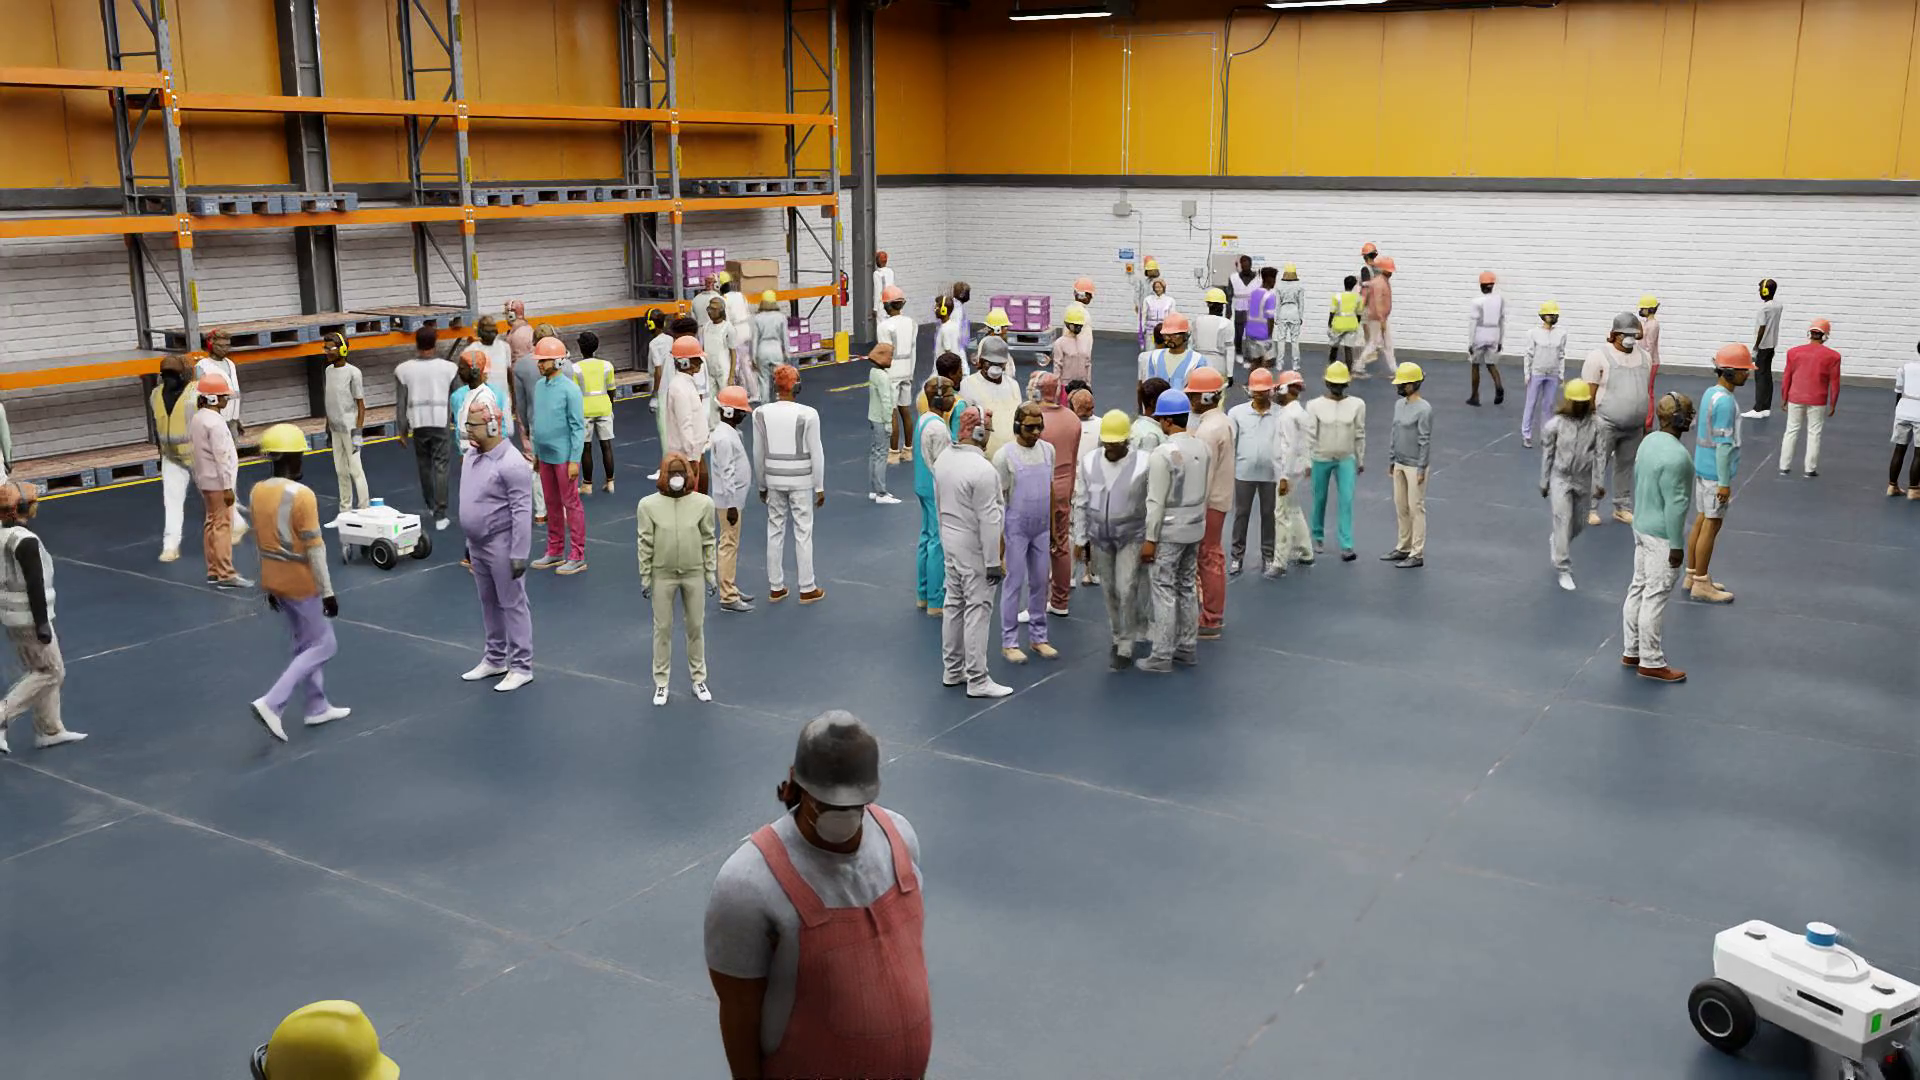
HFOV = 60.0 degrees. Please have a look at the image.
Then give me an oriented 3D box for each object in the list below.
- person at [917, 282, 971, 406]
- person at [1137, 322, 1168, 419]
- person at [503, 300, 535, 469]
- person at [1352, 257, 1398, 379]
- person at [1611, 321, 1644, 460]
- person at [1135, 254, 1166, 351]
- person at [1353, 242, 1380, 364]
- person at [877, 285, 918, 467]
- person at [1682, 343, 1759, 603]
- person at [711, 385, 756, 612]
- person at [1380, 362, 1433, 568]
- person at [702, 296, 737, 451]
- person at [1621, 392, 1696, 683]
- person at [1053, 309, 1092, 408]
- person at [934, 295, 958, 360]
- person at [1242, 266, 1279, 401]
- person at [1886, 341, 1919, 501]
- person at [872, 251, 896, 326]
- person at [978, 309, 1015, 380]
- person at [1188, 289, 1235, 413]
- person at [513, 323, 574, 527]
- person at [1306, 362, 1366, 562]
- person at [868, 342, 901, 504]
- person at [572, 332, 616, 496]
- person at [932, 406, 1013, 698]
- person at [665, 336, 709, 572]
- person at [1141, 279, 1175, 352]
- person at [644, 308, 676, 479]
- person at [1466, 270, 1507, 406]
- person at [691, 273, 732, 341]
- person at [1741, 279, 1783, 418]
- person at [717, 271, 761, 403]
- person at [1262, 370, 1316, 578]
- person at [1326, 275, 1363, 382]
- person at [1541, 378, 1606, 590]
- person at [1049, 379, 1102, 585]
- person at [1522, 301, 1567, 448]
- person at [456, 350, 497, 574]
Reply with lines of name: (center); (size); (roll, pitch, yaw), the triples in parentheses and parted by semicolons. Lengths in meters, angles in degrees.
person: (-0.122, -2.631, 22.795); (0.980, 1.790, 0.664); (-3, 13, -13)
person: (1.988, -1.252, 16.652); (0.522, 1.858, 0.338); (12, 17, 42)
person: (-4.936, -1.730, 18.615); (0.410, 1.903, 0.643); (-2, 13, -10)
person: (6.611, -3.478, 26.143); (0.836, 1.935, 0.694); (7, 15, 28)
person: (7.750, -1.753, 19.297); (0.282, 1.636, 0.500); (-1, 13, -3)
person: (3.434, -4.275, 30.009); (0.563, 1.739, 0.370); (0, 13, 1)
person: (6.914, -4.008, 28.194); (0.395, 2.040, 0.609); (11, 17, 40)
person: (-0.747, -1.855, 18.848); (0.370, 2.041, 0.615); (10, 16, 36)
person: (6.000, -0.534, 13.118); (0.381, 2.041, 0.616); (3, 13, 13)
person: (-1.750, -0.324, 12.855); (0.332, 1.746, 0.559); (-2, 13, -7)
person: (3.822, -0.643, 14.228); (0.343, 1.755, 0.531); (-4, 14, -16)
person: (-2.871, -1.961, 19.742); (0.507, 1.847, 0.344); (8, 15, 30)
person: (4.698, -0.026, 11.141); (0.370, 1.940, 0.627); (1, 13, 3)
person: (1.304, -1.794, 19.213); (0.518, 1.756, 0.345); (-9, 16, -34)
person: (-0.182, -1.943, 19.606); (0.328, 1.872, 0.508); (1, 13, 6)
person: (4.285, -2.936, 23.747); (0.479, 1.940, 0.624); (-6, 14, -24)
person: (9.758, -1.239, 16.953); (0.319, 1.691, 0.540); (-6, 14, -25)
person: (-1.311, -3.992, 28.463); (0.337, 1.882, 0.583); (8, 15, 30)
person: (0.406, -1.608, 18.239); (0.403, 1.833, 0.590); (-4, 14, -18)
person: (3.010, -2.037, 19.898); (0.589, 1.923, 0.383); (8, 15, 32)
person: (-3.883, -1.080, 15.724); (0.632, 1.936, 0.372); (4, 13, 15)
person: (3.249, -0.674, 14.422); (0.538, 1.723, 0.869); (1, 13, 5)
person: (-0.783, -1.187, 16.848); (0.279, 1.633, 0.501); (-4, 14, -17)
person: (-3.810, -1.303, 17.212); (0.532, 1.696, 0.319); (-9, 16, -35)
person: (0.093, 0.074, 10.794); (0.409, 1.901, 0.650); (-8, 15, -30)
person: (-2.291, -0.728, 14.059); (0.378, 1.996, 0.611); (-3, 13, -12)
person: (3.021, -3.158, 25.381); (0.514, 1.641, 0.309); (3, 13, 13)
person: (-3.250, -1.581, 18.057); (0.336, 1.865, 0.521); (3, 13, 13)
person: (7.375, -2.800, 23.228); (0.548, 1.920, 0.641); (-2, 13, -9)
person: (-3.358, -2.693, 22.780); (0.651, 1.906, 0.403); (8, 15, 33)
person: (10.788, -2.569, 22.340); (0.508, 1.865, 0.329); (-10, 16, -36)
person: (-3.176, -2.860, 23.581); (0.768, 1.867, 0.587); (6, 14, 23)
person: (2.790, -0.550, 13.927); (0.407, 1.704, 0.677); (3, 13, 15)
person: (5.993, -3.304, 26.005); (0.578, 1.643, 0.819); (-1, 13, -2)
person: (5.004, -0.500, 13.681); (0.485, 1.715, 0.717); (0, 13, -1)
person: (0.954, -0.476, 13.623); (0.532, 1.698, 0.319); (6, 14, 24)
person: (7.036, -1.990, 20.033); (0.525, 1.772, 0.301); (-2, 13, -9)
person: (-4.045, -0.656, 14.000); (0.355, 1.883, 0.574); (-7, 15, -27)
